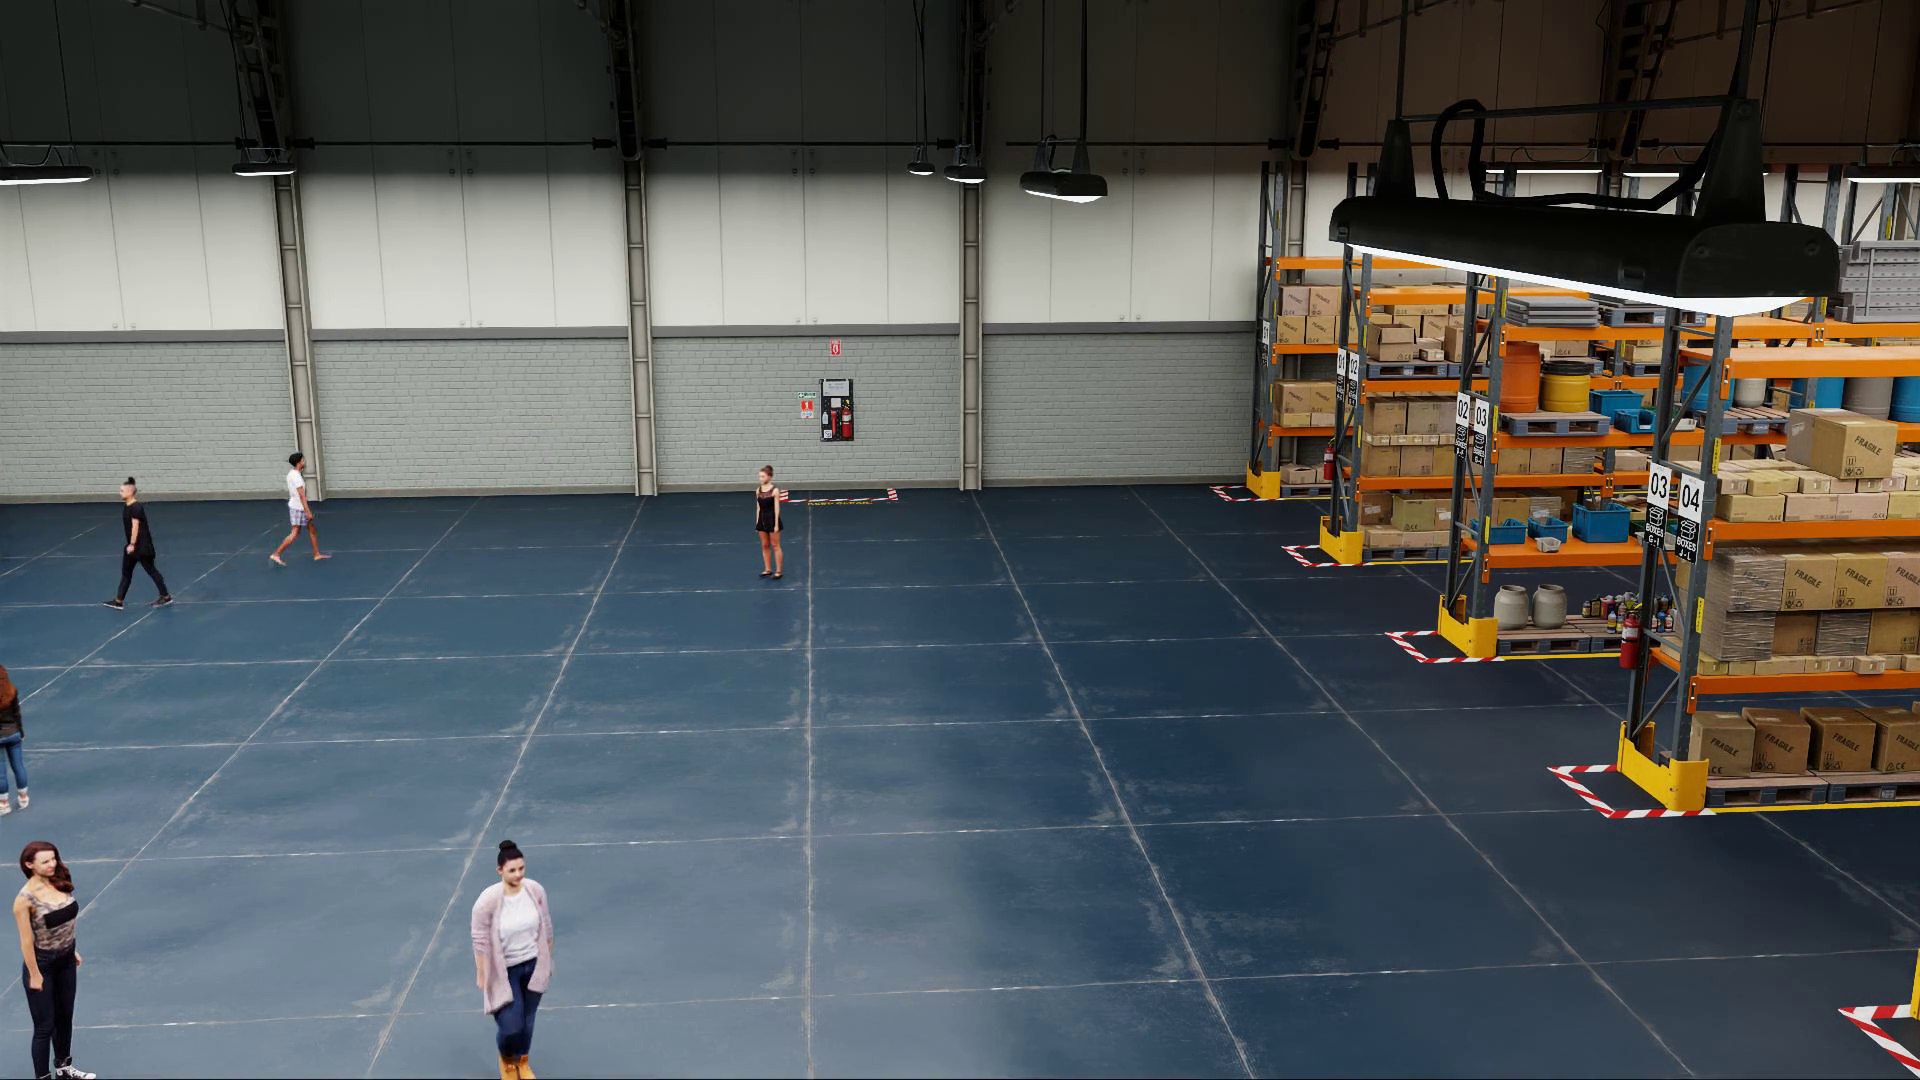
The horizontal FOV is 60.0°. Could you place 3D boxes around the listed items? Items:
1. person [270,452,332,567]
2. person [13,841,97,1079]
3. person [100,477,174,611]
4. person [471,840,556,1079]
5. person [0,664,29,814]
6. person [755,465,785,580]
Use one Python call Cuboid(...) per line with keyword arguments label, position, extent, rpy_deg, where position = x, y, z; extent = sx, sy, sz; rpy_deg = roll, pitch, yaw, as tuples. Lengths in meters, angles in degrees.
Cuboid(label="person", position=(-10.100, -0.440, 25.195), extent=(1.208, 1.696, 0.930), rpy_deg=(-6, 14, -26))
Cuboid(label="person", position=(-6.012, 2.816, 10.974), extent=(0.634, 1.769, 0.664), rpy_deg=(3, 13, 11))
Cuboid(label="person", position=(-11.151, 0.062, 22.751), extent=(1.240, 1.821, 1.128), rpy_deg=(-12, 18, -43))
Cuboid(label="person", position=(-3.013, 2.804, 11.097), extent=(0.831, 1.737, 0.910), rpy_deg=(-11, 17, -40))
Cuboid(label="person", position=(-9.087, 1.851, 15.783), extent=(0.681, 1.480, 0.627), rpy_deg=(10, 16, 37))
Cuboid(label="person", position=(-2.804, -0.267, 24.491), extent=(0.670, 1.679, 0.749), rpy_deg=(8, 15, 31))
